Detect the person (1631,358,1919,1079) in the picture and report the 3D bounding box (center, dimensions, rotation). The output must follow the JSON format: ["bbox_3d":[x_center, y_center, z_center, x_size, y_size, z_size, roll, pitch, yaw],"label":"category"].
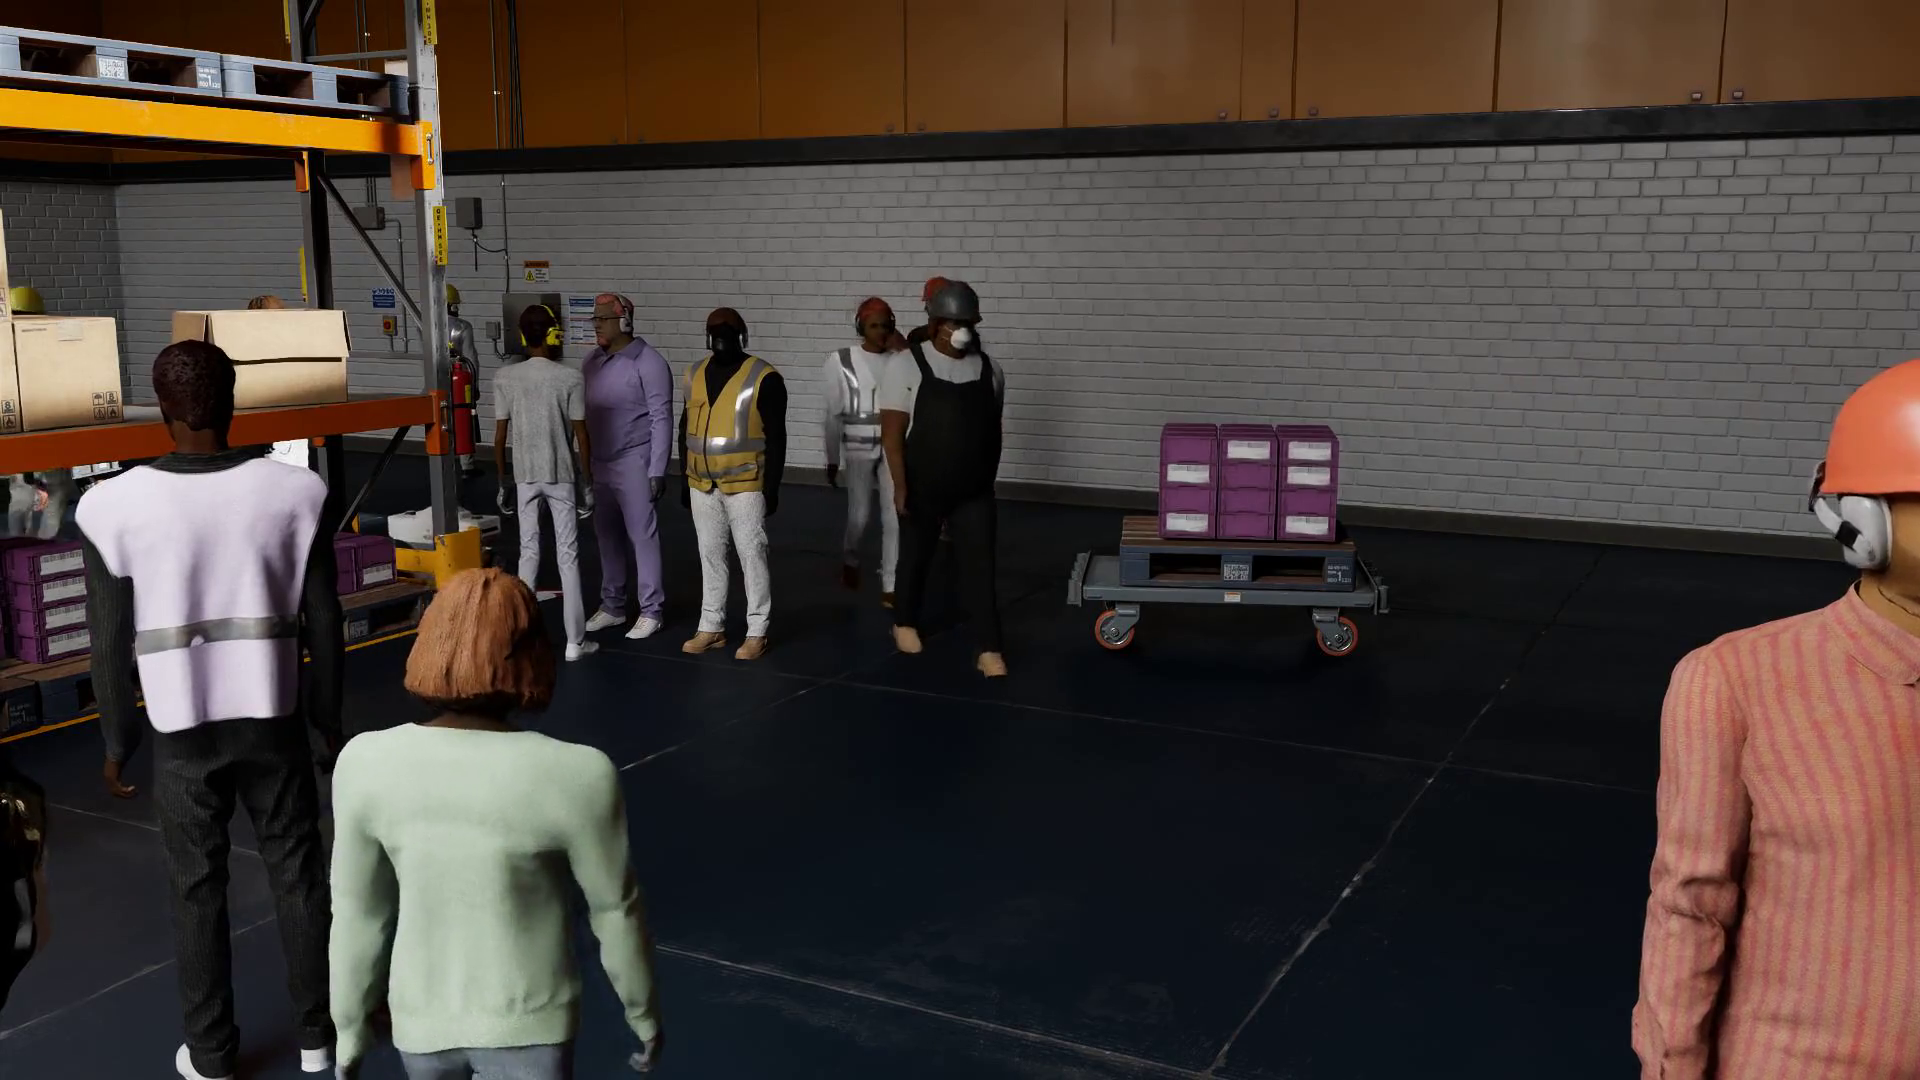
[{"bbox_3d":[1.212,0.754,2.236,0.615,1.997,0.373,-1,10,-4],"label":"person"}]

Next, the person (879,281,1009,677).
[{"bbox_3d":[-0.071,-0.363,8.577,0.684,2.000,0.979,-3,10,-16],"label":"person"}]

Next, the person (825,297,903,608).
[{"bbox_3d":[-0.524,-0.514,9.938,0.639,1.874,0.521,-4,11,-23],"label":"person"}]

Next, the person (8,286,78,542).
[{"bbox_3d":[-6.031,-0.681,10.802,0.596,1.911,0.420,2,10,13],"label":"person"}]

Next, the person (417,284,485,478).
[{"bbox_3d":[-4.795,-1.491,15.706,0.590,1.833,0.404,2,10,13],"label":"person"}]

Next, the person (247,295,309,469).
[{"bbox_3d":[-4.720,-0.771,11.542,0.430,1.836,0.624,0,10,-2],"label":"person"}]

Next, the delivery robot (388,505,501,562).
[{"bbox_3d":[-3.354,-0.056,10.827,0.707,0.478,0.477,4,10,20],"label":"delivery robot"}]

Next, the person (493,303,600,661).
[{"bbox_3d":[-2.161,-0.292,8.677,0.518,1.865,0.323,0,10,3],"label":"person"}]

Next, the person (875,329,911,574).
[{"bbox_3d":[-0.429,-0.585,11.040,0.285,1.633,0.498,1,10,7],"label":"person"}]

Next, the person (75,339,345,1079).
[{"bbox_3d":[-1.854,0.457,4.201,0.590,1.913,0.398,-5,11,-27],"label":"person"}]

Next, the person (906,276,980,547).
[{"bbox_3d":[-0.093,-0.921,12.044,0.626,1.966,0.853,-6,11,-30],"label":"person"}]

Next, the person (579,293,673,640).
[{"bbox_3d":[-1.887,-0.404,9.199,0.654,1.906,0.406,7,12,33],"label":"person"}]

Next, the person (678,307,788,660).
[{"bbox_3d":[-1.221,-0.294,8.752,0.634,1.843,0.429,5,11,26],"label":"person"}]

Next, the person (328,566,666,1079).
[{"bbox_3d":[-0.784,0.829,2.949,0.530,1.588,0.829,2,10,10],"label":"person"}]
